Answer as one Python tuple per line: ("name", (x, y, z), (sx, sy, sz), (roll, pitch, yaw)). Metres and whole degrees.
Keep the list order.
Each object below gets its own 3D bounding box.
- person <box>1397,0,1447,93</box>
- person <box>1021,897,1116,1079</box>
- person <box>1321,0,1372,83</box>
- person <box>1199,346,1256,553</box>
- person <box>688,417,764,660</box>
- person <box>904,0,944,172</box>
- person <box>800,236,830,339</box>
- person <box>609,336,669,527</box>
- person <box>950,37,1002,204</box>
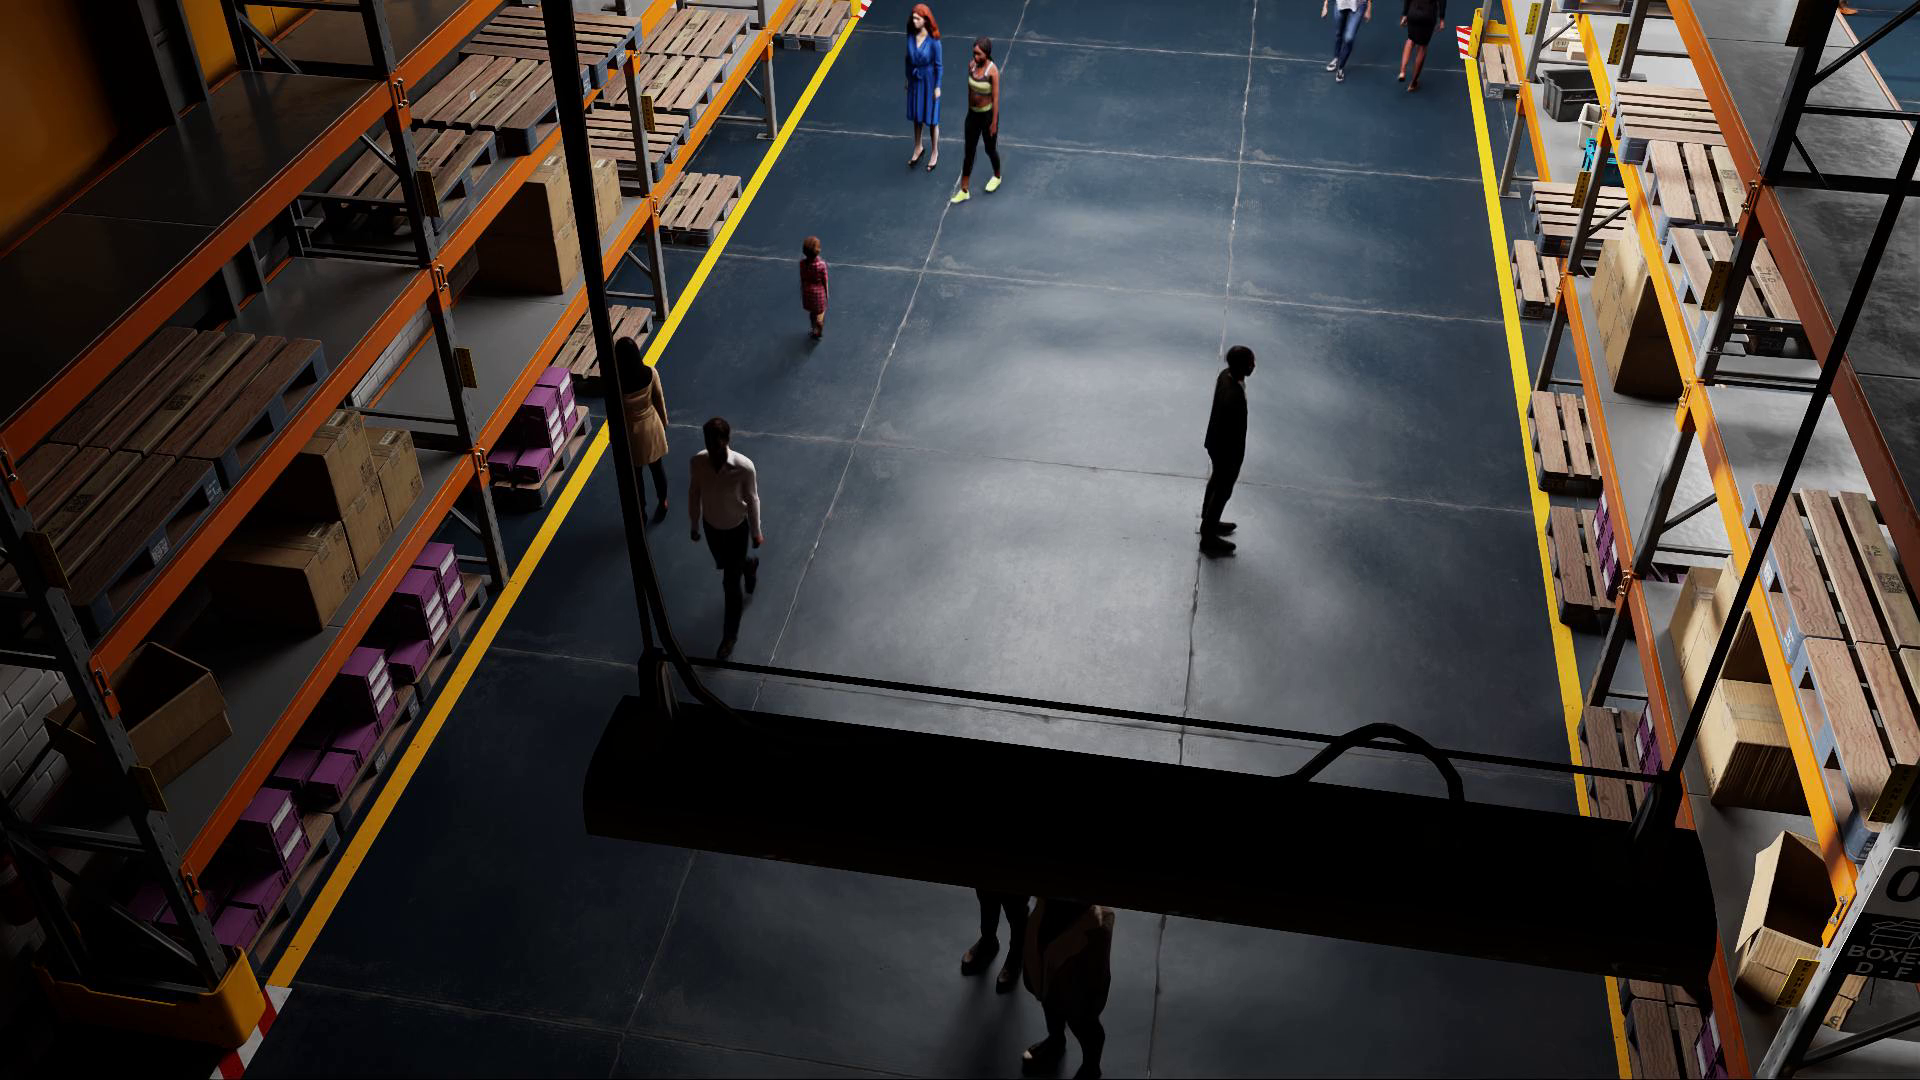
("person", (5.358, -6.055, 19.413), (0.766, 1.709, 0.794), (24, 44, 27))
("person", (0.608, 2.249, 8.869), (0.866, 1.892, 0.814), (-27, 46, -29))
("person", (4.694, -6.422, 19.887), (0.844, 1.692, 0.943), (19, 42, 22))
("person", (2.010, -0.699, 12.635), (0.750, 1.800, 0.564), (0, 39, 1))
("person", (-1.638, -0.124, 11.884), (0.755, 1.838, 1.184), (10, 40, 13))
("person", (-0.381, -4.848, 17.807), (0.709, 1.827, 0.720), (25, 45, 28))
("person", (-1.349, -2.293, 15.256), (0.423, 1.019, 0.513), (7, 39, 8))
("person", (-2.492, -0.841, 12.907), (0.706, 1.682, 0.750), (-21, 43, -24))
("person", (0.293, -4.412, 17.345), (0.874, 1.725, 1.065), (27, 46, 29))
